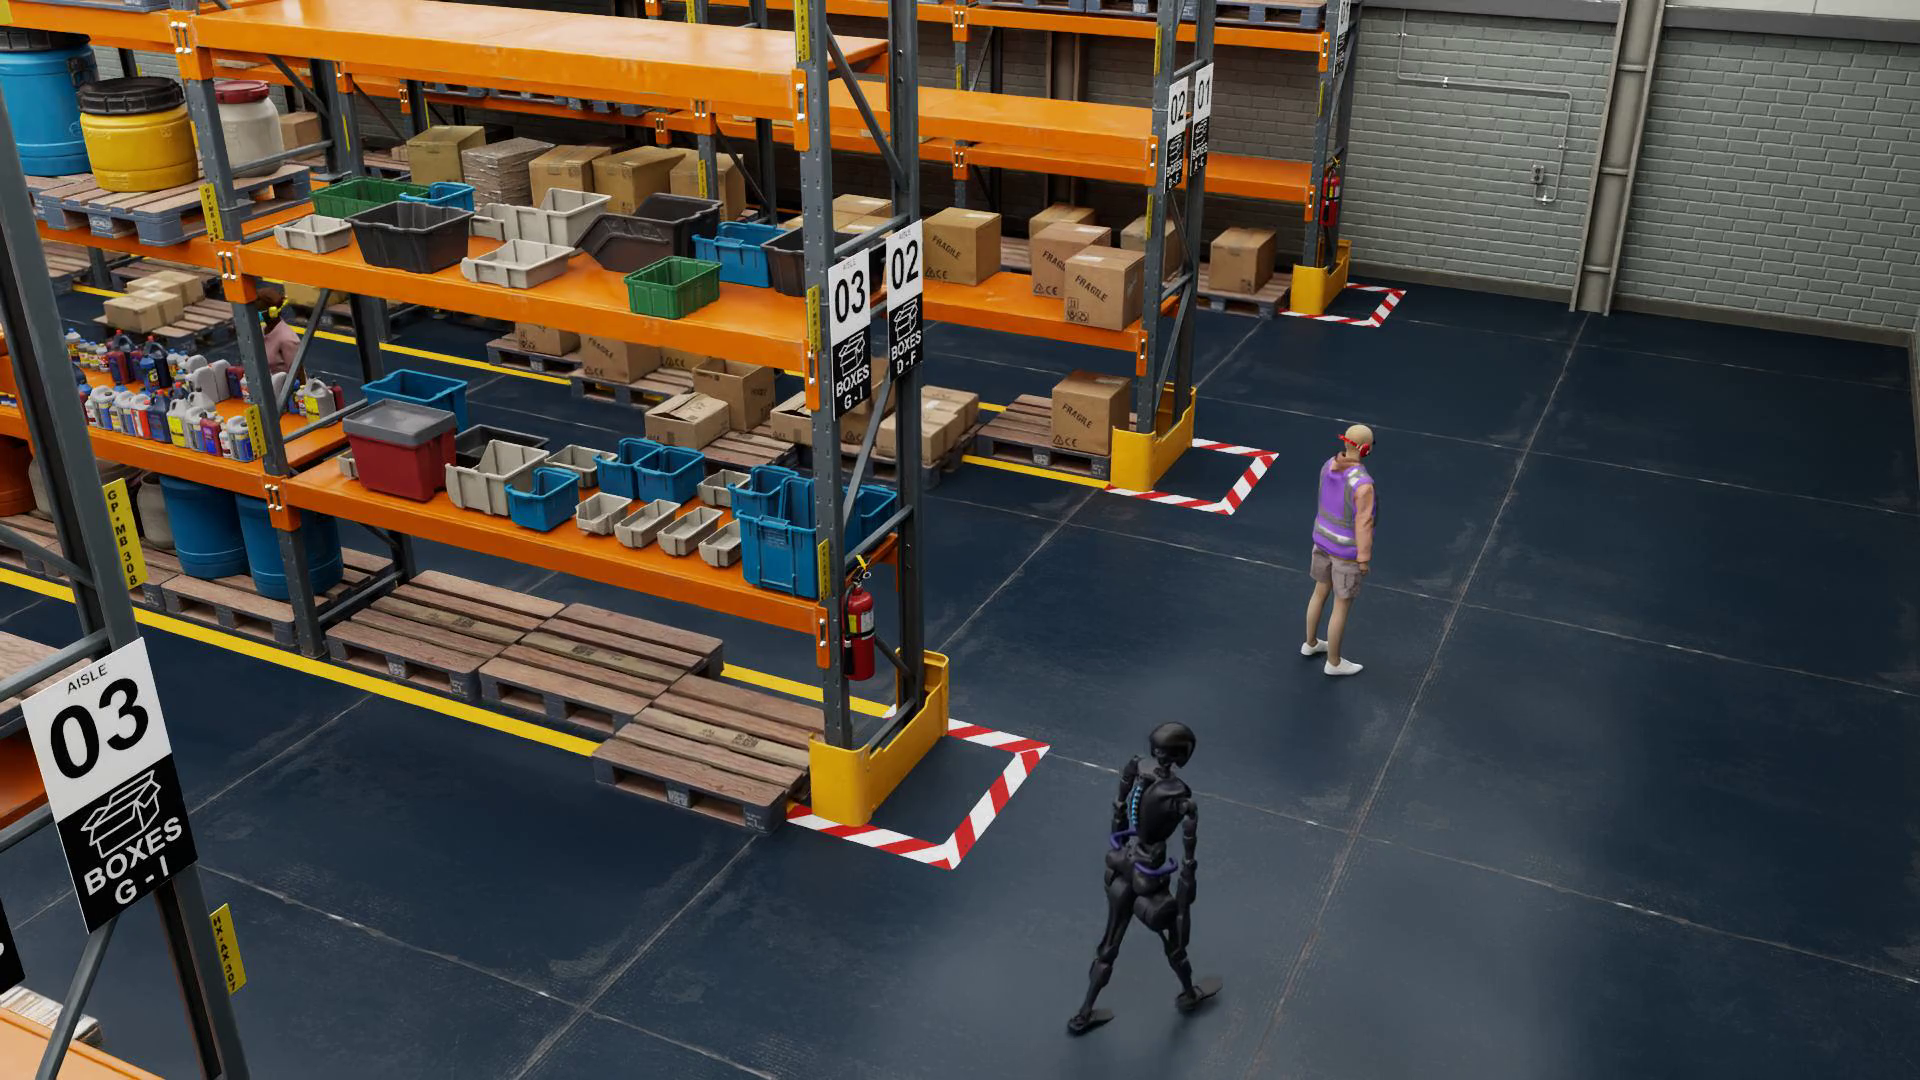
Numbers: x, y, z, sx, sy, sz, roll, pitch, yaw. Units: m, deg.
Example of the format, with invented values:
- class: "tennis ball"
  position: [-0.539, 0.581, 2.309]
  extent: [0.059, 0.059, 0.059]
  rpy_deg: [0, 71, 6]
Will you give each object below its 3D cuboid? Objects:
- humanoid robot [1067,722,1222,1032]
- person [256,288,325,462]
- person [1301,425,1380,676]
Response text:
- class: "humanoid robot"
  position: [0.873, 1.537, 7.654]
  extent: [0.774, 1.620, 0.616]
  rpy_deg: [-15, 30, -28]
- class: "person"
  position: [-5.146, -1.062, 12.727]
  extent: [0.526, 1.801, 0.335]
  rpy_deg: [22, 34, 38]
- class: "person"
  position: [2.425, 0.057, 10.590]
  extent: [0.348, 1.688, 0.492]
  rpy_deg: [-11, 28, -21]
